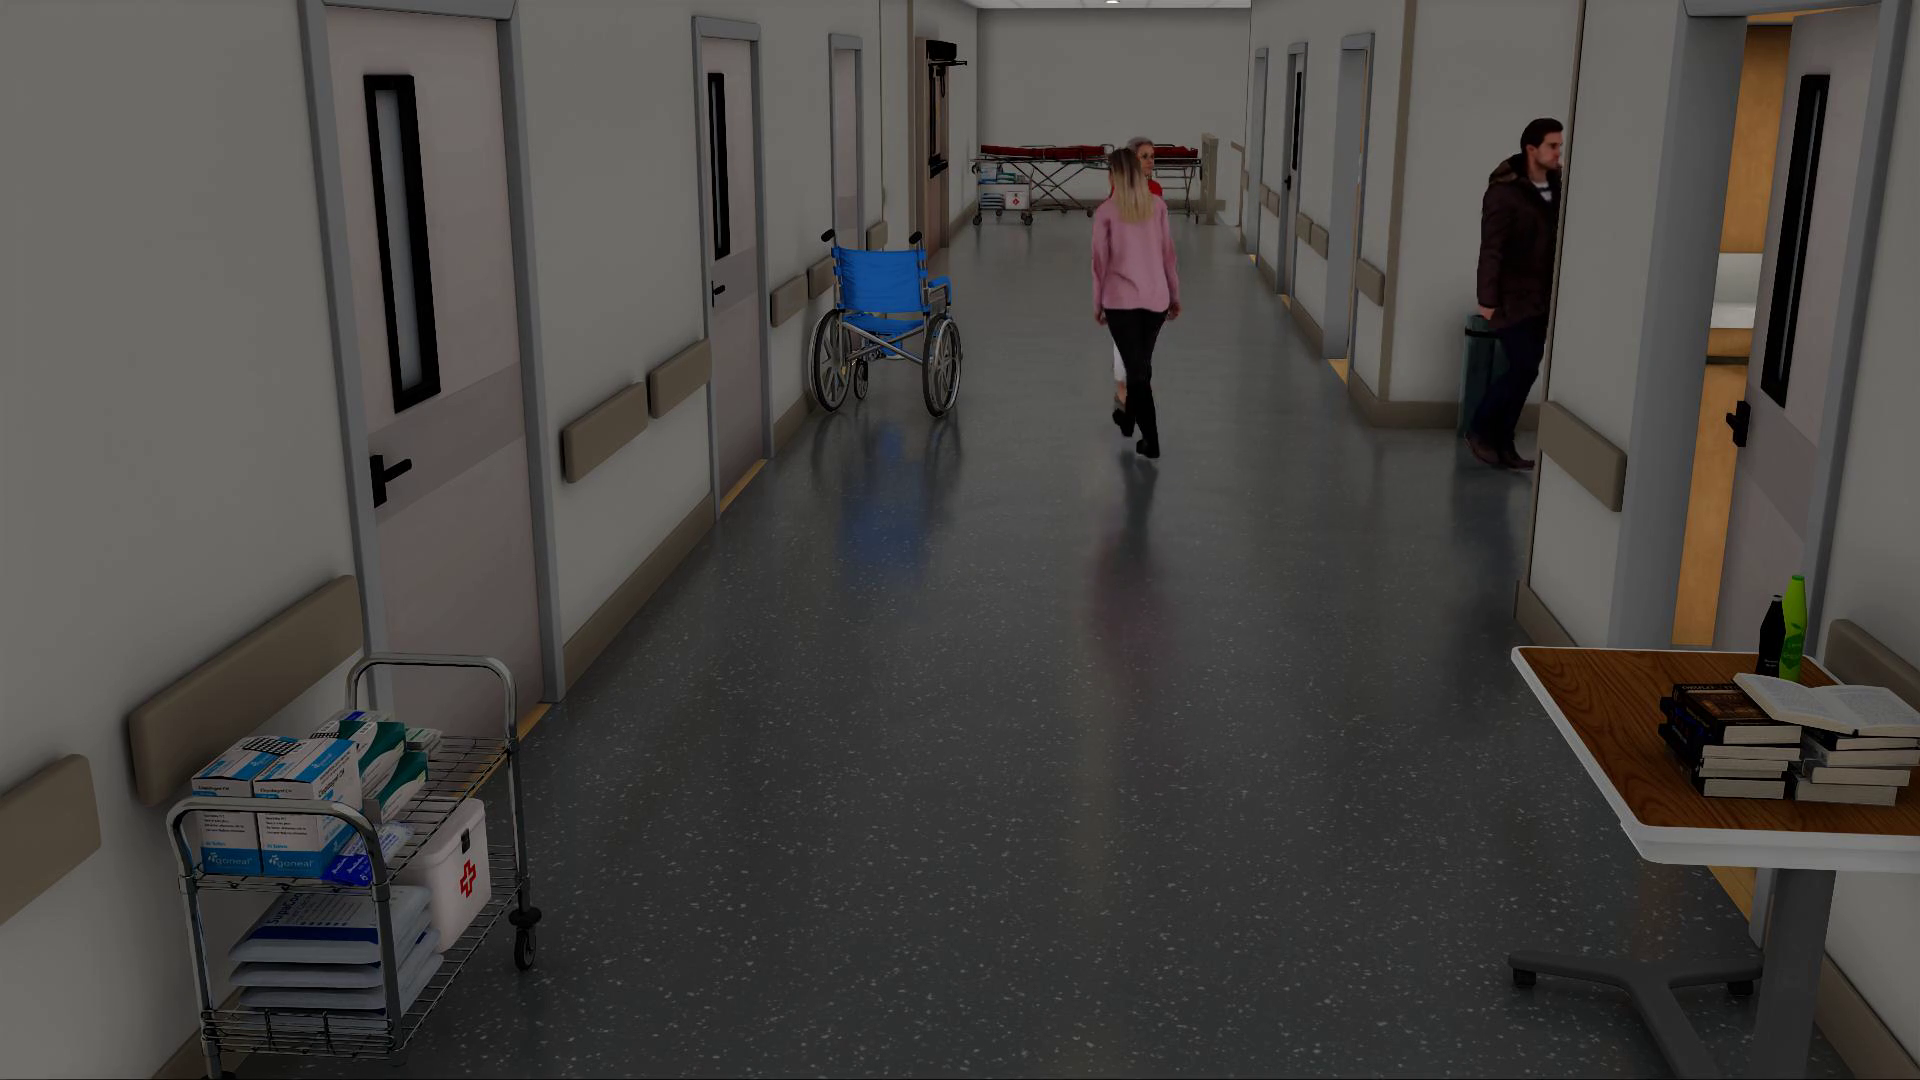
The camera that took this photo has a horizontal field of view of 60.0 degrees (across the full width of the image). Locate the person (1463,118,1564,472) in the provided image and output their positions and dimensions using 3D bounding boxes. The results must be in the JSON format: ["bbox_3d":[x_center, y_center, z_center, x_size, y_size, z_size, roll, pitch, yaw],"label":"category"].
[{"bbox_3d":[2.901,-1.279,8.779,0.872,1.834,0.914,-11,19,-34],"label":"person"}]

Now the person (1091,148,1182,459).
[{"bbox_3d":[0.990,-1.259,9.058,0.884,1.646,1.082,-4,16,-13],"label":"person"}]

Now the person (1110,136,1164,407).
[{"bbox_3d":[1.047,-1.695,10.539,0.692,1.681,0.777,-6,17,-21],"label":"person"}]
